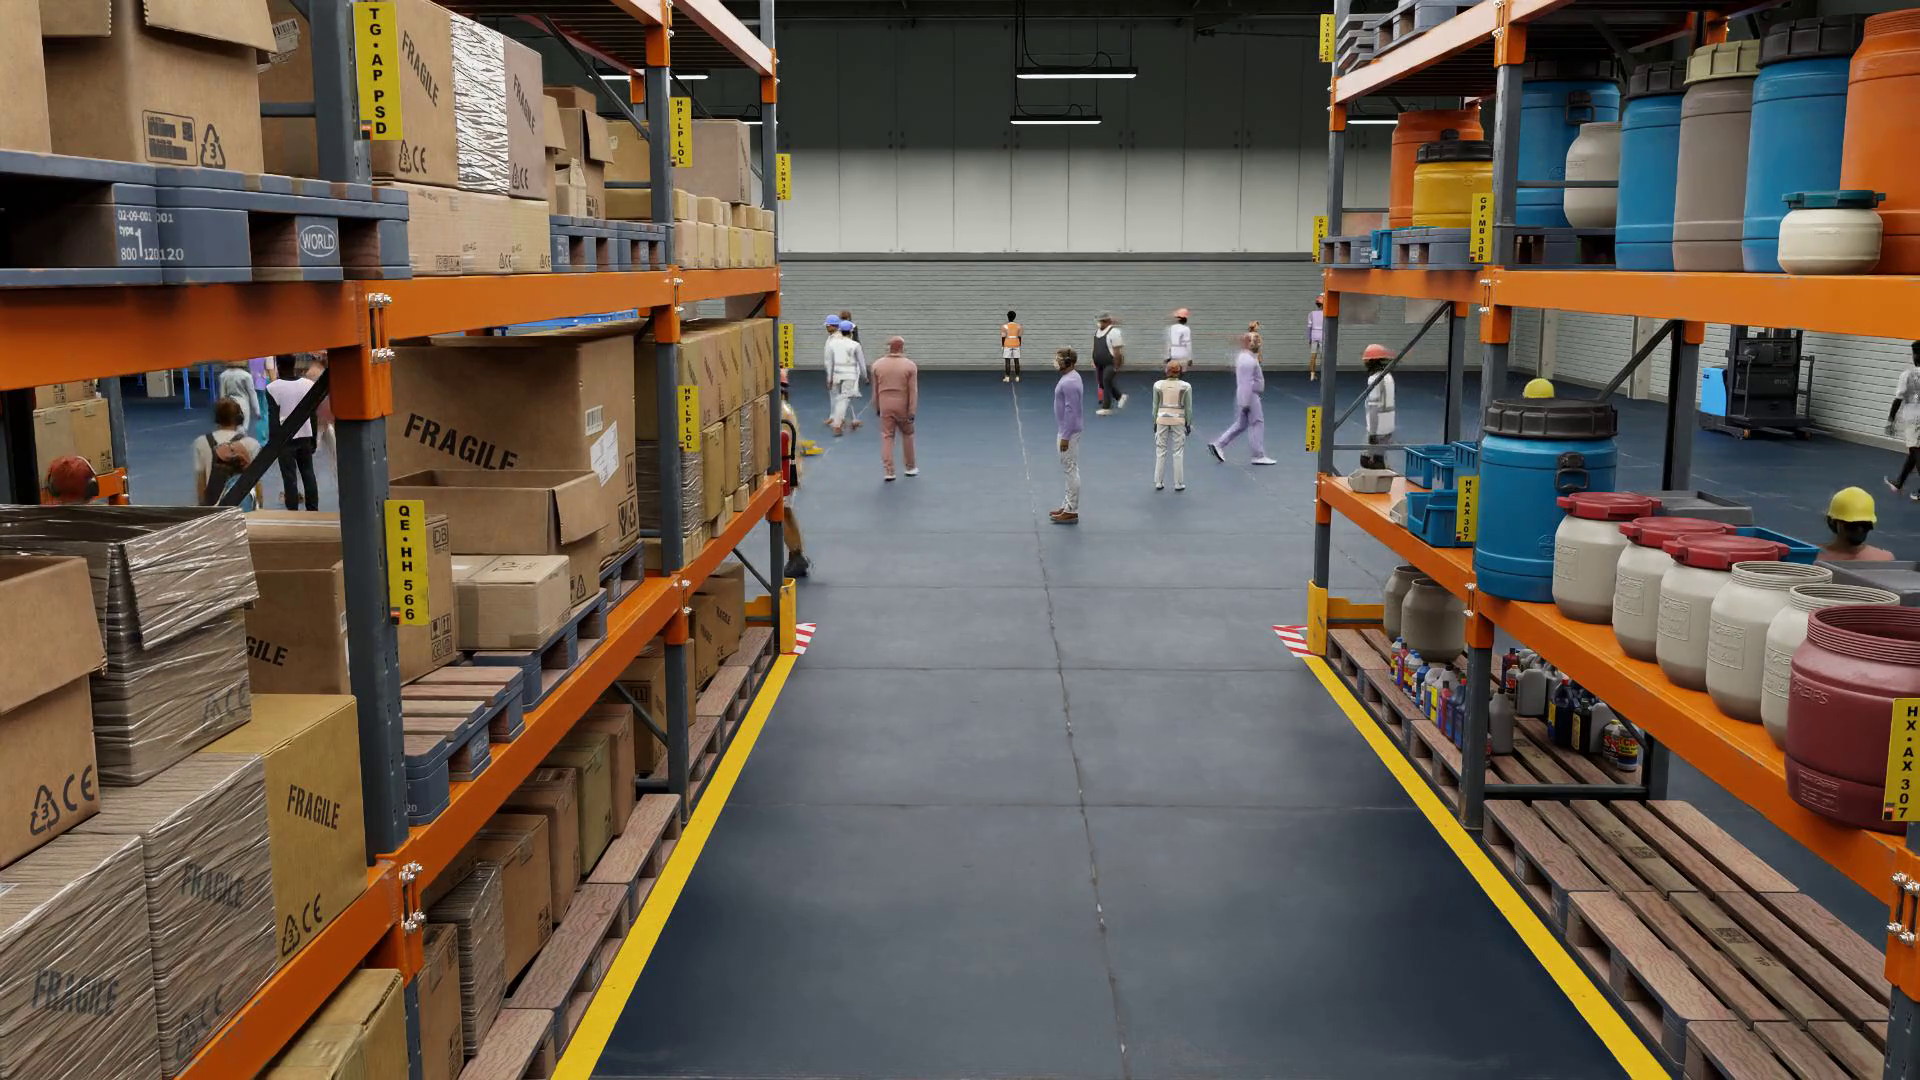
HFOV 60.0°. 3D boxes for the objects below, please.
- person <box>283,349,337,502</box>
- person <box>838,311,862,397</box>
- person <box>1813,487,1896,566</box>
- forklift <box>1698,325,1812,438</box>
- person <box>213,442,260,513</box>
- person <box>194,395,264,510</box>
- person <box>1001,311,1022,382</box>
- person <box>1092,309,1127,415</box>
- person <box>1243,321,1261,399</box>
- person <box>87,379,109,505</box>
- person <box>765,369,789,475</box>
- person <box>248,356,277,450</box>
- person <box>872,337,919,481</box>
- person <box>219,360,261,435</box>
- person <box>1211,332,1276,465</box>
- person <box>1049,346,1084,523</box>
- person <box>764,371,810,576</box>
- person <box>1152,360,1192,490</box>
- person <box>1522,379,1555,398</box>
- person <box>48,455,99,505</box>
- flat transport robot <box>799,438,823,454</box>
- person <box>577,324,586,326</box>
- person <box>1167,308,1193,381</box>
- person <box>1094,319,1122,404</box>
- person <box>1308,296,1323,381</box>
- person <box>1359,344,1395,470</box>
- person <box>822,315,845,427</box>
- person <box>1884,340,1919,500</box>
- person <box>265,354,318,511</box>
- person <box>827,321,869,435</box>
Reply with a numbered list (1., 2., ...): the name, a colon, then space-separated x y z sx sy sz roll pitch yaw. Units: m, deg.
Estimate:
1. person: -7.641 -1.423 19.898 1.050 1.942 0.603 -3 10 -17
2. person: -2.387 -3.926 35.183 0.672 1.831 0.446 6 11 31
3. person: 4.511 0.568 8.554 0.521 1.729 0.875 -1 10 -8
4. forklift: 13.248 -3.165 27.620 1.129 2.768 1.873 0 9 1
5. person: -4.940 0.141 11.433 0.313 1.638 0.531 -5 11 -30
6. person: -5.680 -0.203 12.918 0.513 1.825 0.638 -1 10 -5
7. person: 1.231 -4.620 39.751 0.533 1.697 0.318 -3 10 -19
8. person: 2.838 -3.374 31.381 0.755 2.000 0.697 -5 11 -29
9. person: 6.049 -3.711 34.456 0.522 1.645 0.305 -9 13 -42
10. person: -8.897 -0.884 16.978 0.616 1.829 0.420 2 10 13
11. person: -2.435 -1.653 21.450 0.521 1.874 0.328 -8 12 -39
12. person: -10.494 -2.242 25.084 0.563 1.837 0.388 7 12 35
13. person: -0.819 -1.747 22.032 0.646 1.871 0.867 2 10 13
14. person: -9.796 -1.770 22.689 0.497 1.693 0.881 3 10 18
15. person: 4.039 -2.010 23.585 0.847 1.878 0.648 0 9 0
16. person: 1.180 -1.172 18.369 0.372 1.940 0.630 0 9 2
17. person: -1.623 -0.612 15.155 0.490 1.892 0.582 0 9 2
18. person: 2.668 -1.447 20.948 0.508 1.629 0.318 3 10 17
19. person: 4.882 -0.408 13.979 0.968 1.871 0.600 2 10 14
20. person: -4.529 0.488 8.612 0.593 1.872 0.443 -1 10 -5
21. flat transport robot: -2.804 -1.367 24.654 1.431 0.197 0.652 -7 12 -36
22. person: -5.849 -2.411 25.895 0.649 1.904 0.401 -3 10 -17
23. person: 4.523 -3.760 33.926 0.495 1.919 0.579 -7 12 -37
24. person: 2.956 -3.566 33.290 0.556 1.732 0.795 1 10 4
25. person: 8.700 -4.863 40.180 0.610 2.037 0.398 8 12 39
26. person: 4.817 -1.278 19.049 0.568 1.919 0.588 7 12 36
27. person: -2.186 -2.947 28.971 0.388 1.947 0.614 -4 10 -25
28. person: 11.574 -1.476 20.228 0.639 1.915 0.977 -2 10 -10
29. person: -7.165 -1.080 17.880 0.391 1.919 0.593 6 11 33
30. person: -1.891 -2.706 27.727 0.611 1.893 1.037 6 11 33
